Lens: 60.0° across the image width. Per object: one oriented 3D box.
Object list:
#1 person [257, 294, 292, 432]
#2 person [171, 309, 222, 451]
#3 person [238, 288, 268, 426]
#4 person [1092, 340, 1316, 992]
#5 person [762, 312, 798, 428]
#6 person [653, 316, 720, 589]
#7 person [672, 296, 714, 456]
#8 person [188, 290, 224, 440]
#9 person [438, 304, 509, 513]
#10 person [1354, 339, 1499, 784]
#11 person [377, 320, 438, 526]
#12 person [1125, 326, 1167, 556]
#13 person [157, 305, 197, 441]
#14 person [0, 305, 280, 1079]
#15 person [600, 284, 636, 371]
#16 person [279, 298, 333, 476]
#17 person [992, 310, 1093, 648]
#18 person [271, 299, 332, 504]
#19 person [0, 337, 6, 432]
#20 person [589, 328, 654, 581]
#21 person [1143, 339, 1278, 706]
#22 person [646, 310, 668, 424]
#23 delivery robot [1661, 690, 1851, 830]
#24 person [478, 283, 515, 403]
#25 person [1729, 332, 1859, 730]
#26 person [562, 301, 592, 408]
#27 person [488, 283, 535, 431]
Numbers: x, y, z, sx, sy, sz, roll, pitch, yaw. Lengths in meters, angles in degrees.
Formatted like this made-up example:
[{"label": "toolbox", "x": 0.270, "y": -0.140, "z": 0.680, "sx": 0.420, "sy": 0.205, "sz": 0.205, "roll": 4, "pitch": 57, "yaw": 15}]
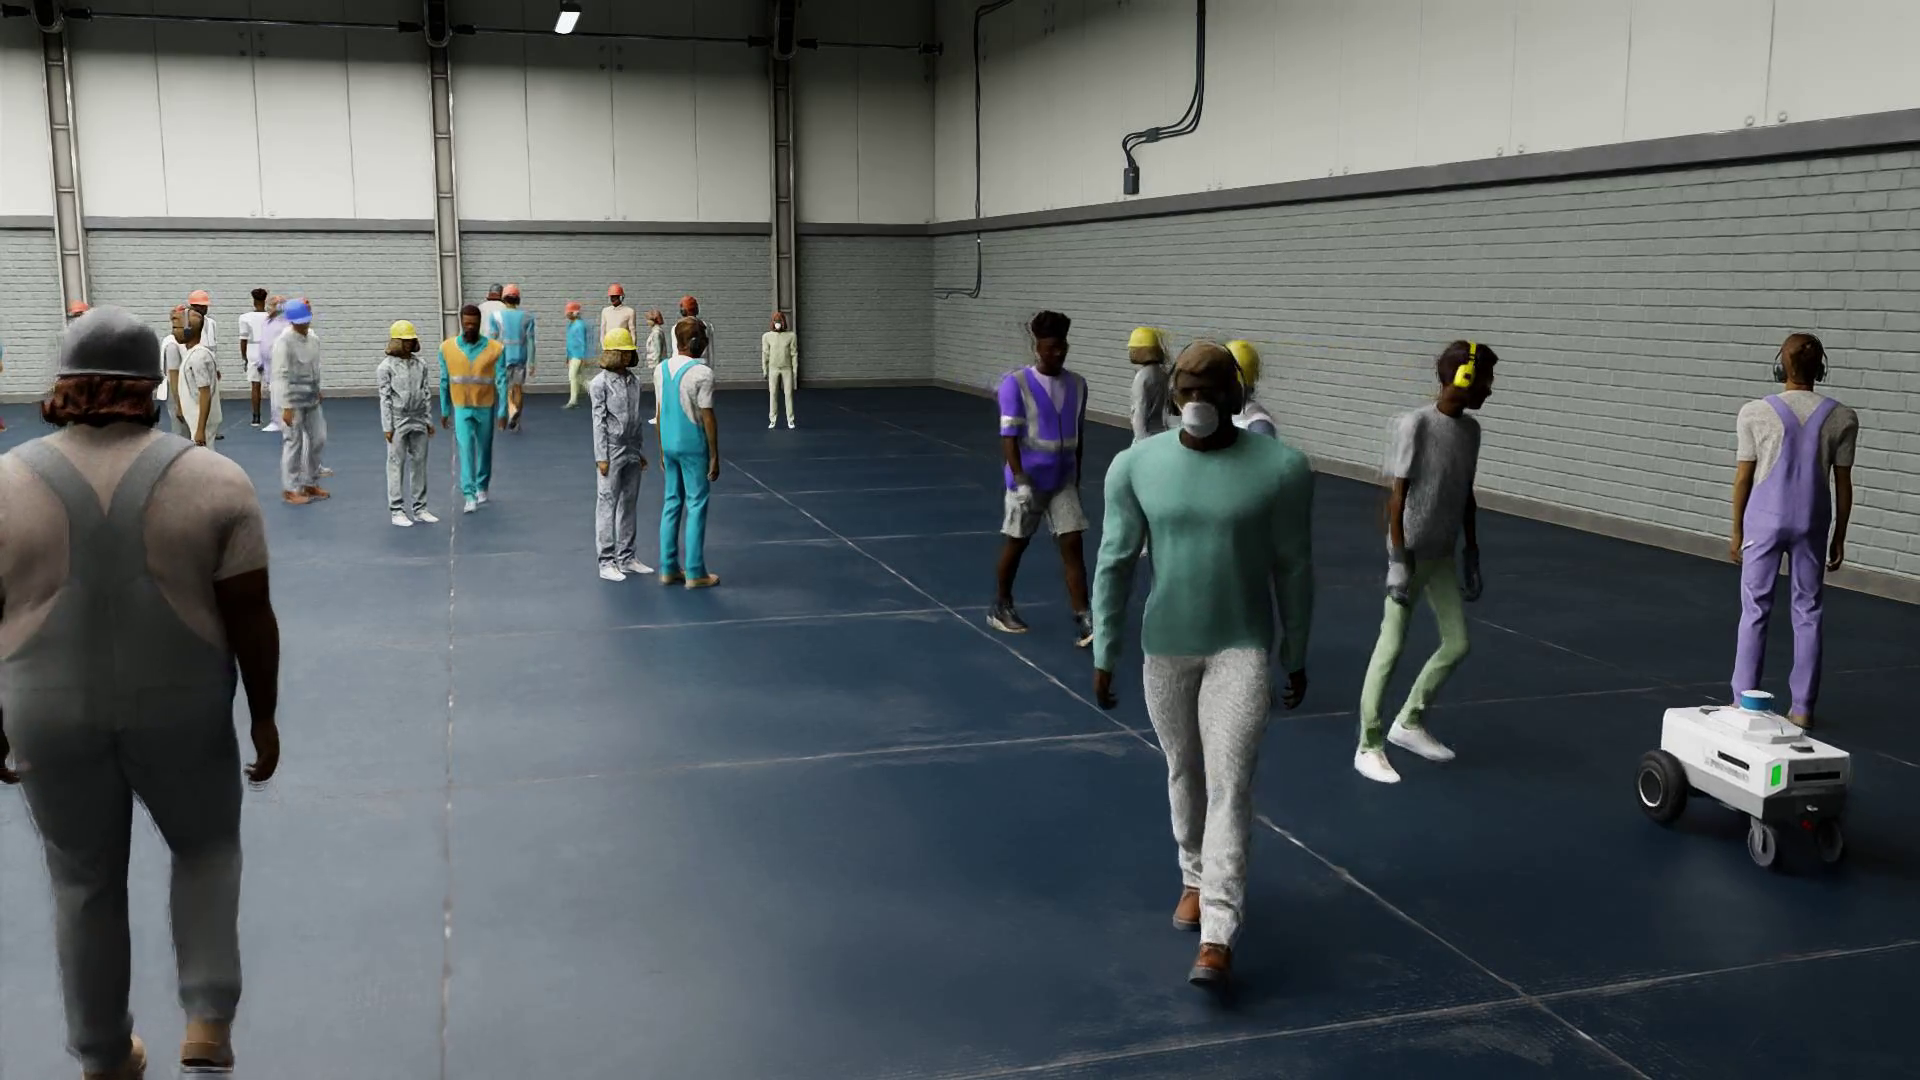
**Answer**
[{"label": "person", "x": -9.338, "y": -2.442, "z": 22.917, "sx": 0.648, "sy": 1.880, "sz": 0.798, "roll": 6, "pitch": 11, "yaw": 35}, {"label": "person", "x": -6.011, "y": -0.898, "z": 13.156, "sx": 0.326, "sy": 1.843, "sz": 0.517, "roll": -4, "pitch": 10, "yaw": -25}, {"label": "person", "x": -9.913, "y": -2.591, "z": 23.644, "sx": 0.599, "sy": 1.948, "sz": 0.370, "roll": -5, "pitch": 10, "yaw": -27}, {"label": "person", "x": 0.708, "y": 0.357, "z": 4.998, "sx": 0.651, "sy": 1.886, "sz": 0.988, "roll": 3, "pitch": 9, "yaw": 18}, {"label": "person", "x": -2.504, "y": -2.361, "z": 23.198, "sx": 0.498, "sy": 1.627, "sz": 0.279, "roll": 0, "pitch": 9, "yaw": -3}, {"label": "person", "x": -1.826, "y": -0.580, "z": 11.176, "sx": 0.519, "sy": 1.835, "sz": 0.350, "roll": 6, "pitch": 11, "yaw": 32}, {"label": "person", "x": -3.127, "y": -1.903, "z": 19.438, "sx": 0.573, "sy": 1.887, "sz": 0.355, "roll": -9, "pitch": 12, "yaw": -44}, {"label": "person", "x": -9.745, "y": -2.237, "z": 21.408, "sx": 0.379, "sy": 1.938, "sz": 0.547, "roll": 4, "pitch": 10, "yaw": 22}, {"label": "person", "x": -4.420, "y": -1.214, "z": 15.153, "sx": 0.606, "sy": 1.867, "sz": 1.030, "roll": -2, "pitch": 9, "yaw": -14}, {"label": "person", "x": 1.951, "y": 0.084, "z": 6.965, "sx": 0.601, "sy": 1.838, "sz": 0.410, "roll": -6, "pitch": 11, "yaw": -32}, {"label": "person", "x": -4.664, "y": -0.982, "z": 14.053, "sx": 0.313, "sy": 1.736, "sz": 0.486, "roll": 6, "pitch": 11, "yaw": 34}, {"label": "person", "x": 1.396, "y": -0.716, "z": 12.364, "sx": 0.395, "sy": 1.732, "sz": 0.490, "roll": 5, "pitch": 10, "yaw": 29}, {"label": "person", "x": -7.428, "y": -1.315, "z": 15.863, "sx": 0.401, "sy": 1.837, "sz": 0.566, "roll": -2, "pitch": 9, "yaw": -12}, {"label": "person", "x": -2.101, "y": 0.407, "z": 4.207, "sx": 0.715, "sy": 2.000, "sz": 0.543, "roll": -4, "pitch": 10, "yaw": -21}, {"label": "person", "x": -5.465, "y": -3.075, "z": 26.569, "sx": 0.608, "sy": 1.995, "sz": 0.377, "roll": 2, "pitch": 9, "yaw": 15}, {"label": "person", "x": -6.943, "y": -1.606, "z": 17.559, "sx": 0.574, "sy": 1.881, "sz": 0.357, "roll": 7, "pitch": 11, "yaw": 37}, {"label": "person", "x": 0.496, "y": -0.350, "z": 9.492, "sx": 0.609, "sy": 1.909, "sz": 1.035, "roll": -5, "pitch": 10, "yaw": -29}, {"label": "person", "x": -6.075, "y": -1.261, "z": 15.288, "sx": 0.564, "sy": 1.901, "sz": 0.634, "roll": 3, "pitch": 10, "yaw": 21}, {"label": "person", "x": -13.322, "y": -2.443, "z": 22.560, "sx": 0.609, "sy": 1.988, "sz": 0.392, "roll": -3, "pitch": 10, "yaw": -21}, {"label": "person", "x": -2.348, "y": -0.598, "z": 11.567, "sx": 0.295, "sy": 1.744, "sz": 0.491, "roll": 5, "pitch": 10, "yaw": 27}, {"label": "person", "x": 1.243, "y": -0.073, "z": 8.050, "sx": 0.465, "sy": 1.816, "sz": 0.600, "roll": -4, "pitch": 10, "yaw": -22}, {"label": "person", "x": -4.359, "y": -2.487, "z": 23.958, "sx": 0.308, "sy": 1.638, "sz": 0.511, "roll": -2, "pitch": 9, "yaw": -10}, {"label": "delivery robot", "x": 2.922, "y": 0.799, "z": 6.134, "sx": 0.477, "sy": 0.478, "sz": 0.707, "roll": -2, "pitch": 9, "yaw": -11}, {"label": "person", "x": -7.726, "y": -3.296, "z": 27.833, "sx": 0.683, "sy": 2.000, "sz": 0.537, "roll": 1, "pitch": 9, "yaw": 4}, {"label": "person", "x": 3.832, "y": -0.034, "z": 7.694, "sx": 0.501, "sy": 1.839, "sz": 0.342, "roll": 3, "pitch": 9, "yaw": 16}, {"label": "person", "x": -6.171, "y": -3.002, "z": 26.932, "sx": 0.647, "sy": 1.727, "sz": 0.569, "roll": -5, "pitch": 10, "yaw": -31}, {"label": "person", "x": -6.076, "y": -2.468, "z": 22.605, "sx": 0.624, "sy": 2.023, "sz": 0.584, "roll": -4, "pitch": 10, "yaw": -25}]
